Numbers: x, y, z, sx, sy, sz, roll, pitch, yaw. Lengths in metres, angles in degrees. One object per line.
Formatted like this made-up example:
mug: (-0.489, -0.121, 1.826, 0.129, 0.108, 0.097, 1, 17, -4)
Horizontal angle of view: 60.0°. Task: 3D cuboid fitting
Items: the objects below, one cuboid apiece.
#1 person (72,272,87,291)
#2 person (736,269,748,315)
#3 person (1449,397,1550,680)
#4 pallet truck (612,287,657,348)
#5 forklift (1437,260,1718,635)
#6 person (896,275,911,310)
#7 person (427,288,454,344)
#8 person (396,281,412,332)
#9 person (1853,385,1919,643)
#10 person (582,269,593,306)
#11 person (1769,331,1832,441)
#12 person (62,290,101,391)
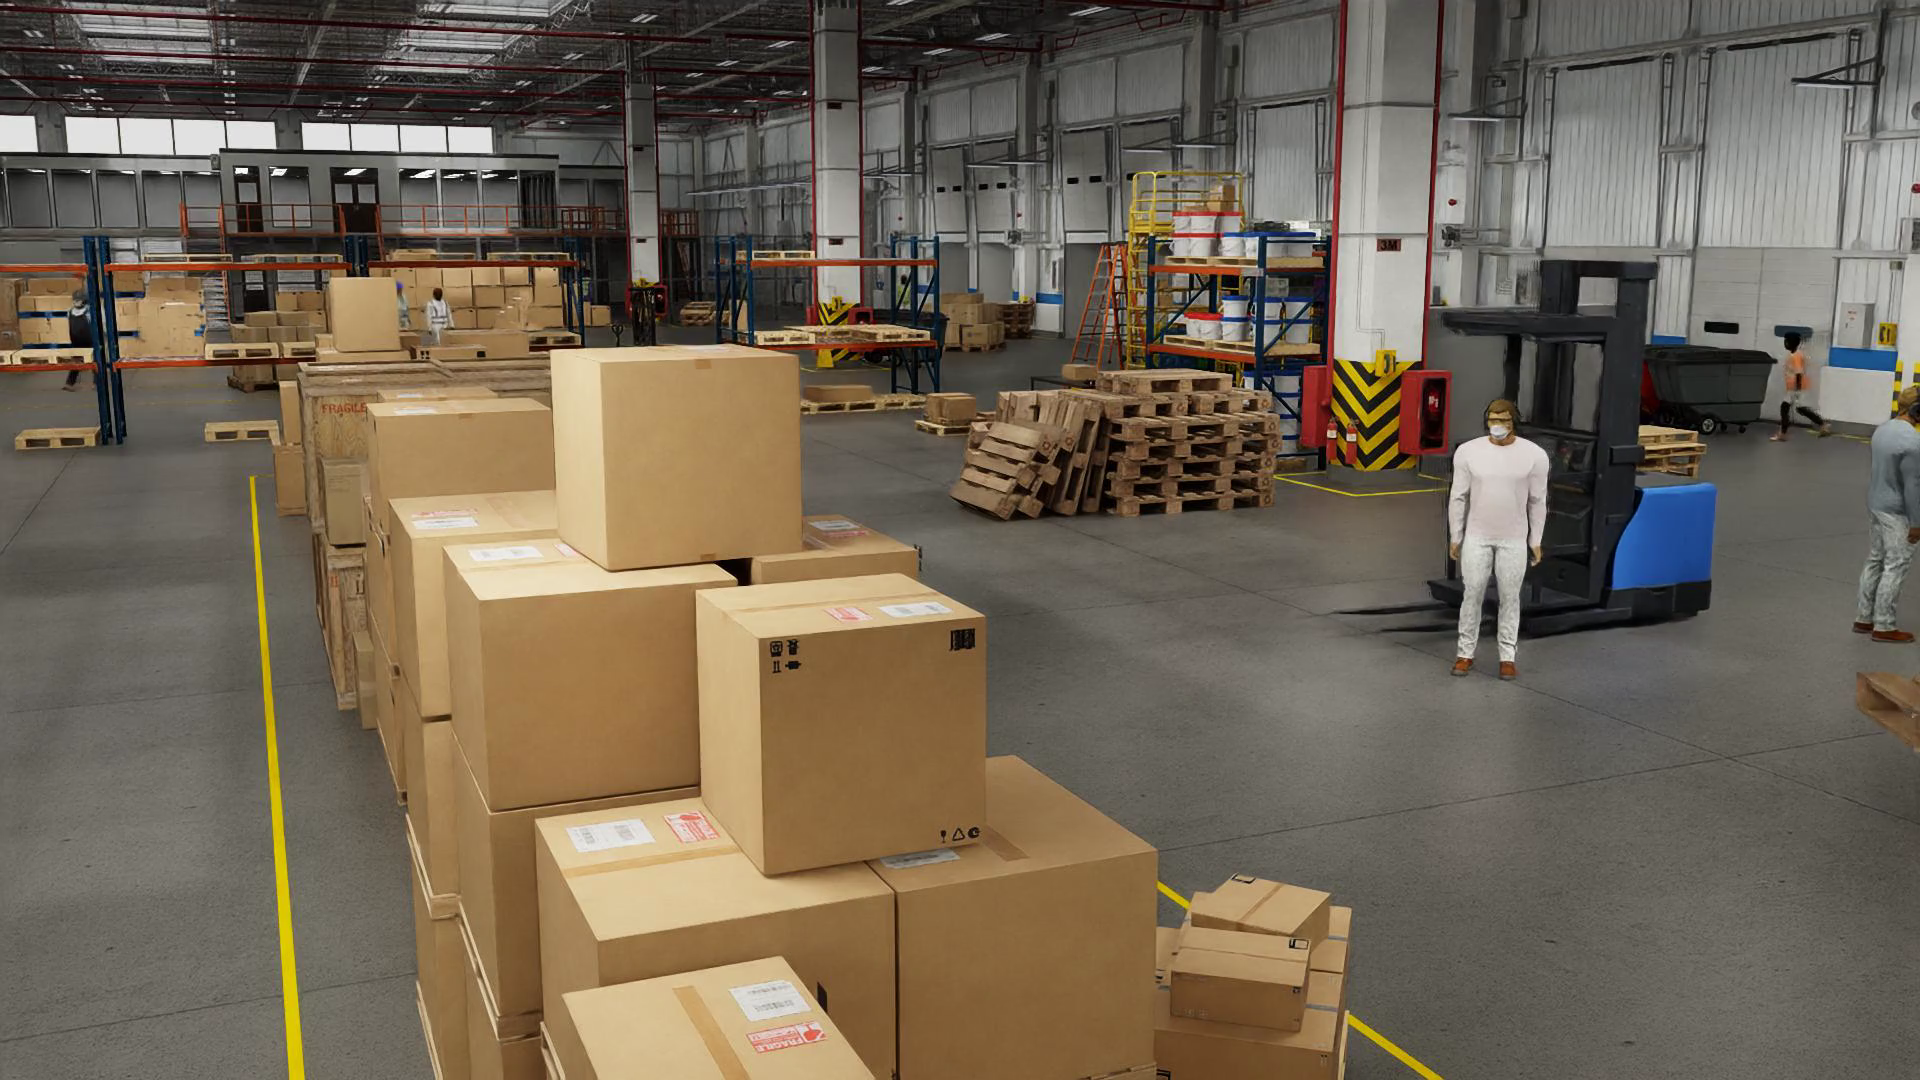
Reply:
person: (-27.229, -7.267, 51.261, 0.843, 1.965, 0.624, -5, 11, -25)
person: (-8.620, -9.691, 65.008, 0.680, 1.827, 0.526, 8, 13, 39)
person: (3.651, -0.010, 11.337, 0.635, 1.937, 0.352, 4, 11, 21)
pallet truck: (-6.464, -4.406, 35.401, 0.823, 1.965, 1.885, 6, 12, 32)
forklift: (4.931, -0.797, 13.079, 1.873, 2.768, 1.129, -4, 11, -22)
person: (-1.818, -7.671, 53.860, 0.634, 1.826, 0.443, -2, 11, -13)
person: (-12.392, -5.081, 39.583, 0.974, 1.845, 0.591, 7, 12, 33)
person: (-14.055, -5.527, 41.747, 0.433, 1.935, 0.649, 5, 11, 26)
person: (6.960, -0.188, 12.369, 0.372, 1.927, 0.635, 1, 10, 3)
person: (-13.326, -8.706, 59.368, 0.590, 1.909, 0.397, 8, 13, 38)
person: (12.451, -2.255, 24.528, 0.757, 1.656, 0.538, 2, 10, 9)
person: (-17.317, -3.942, 32.729, 0.682, 2.000, 0.918, 1, 10, 6)
